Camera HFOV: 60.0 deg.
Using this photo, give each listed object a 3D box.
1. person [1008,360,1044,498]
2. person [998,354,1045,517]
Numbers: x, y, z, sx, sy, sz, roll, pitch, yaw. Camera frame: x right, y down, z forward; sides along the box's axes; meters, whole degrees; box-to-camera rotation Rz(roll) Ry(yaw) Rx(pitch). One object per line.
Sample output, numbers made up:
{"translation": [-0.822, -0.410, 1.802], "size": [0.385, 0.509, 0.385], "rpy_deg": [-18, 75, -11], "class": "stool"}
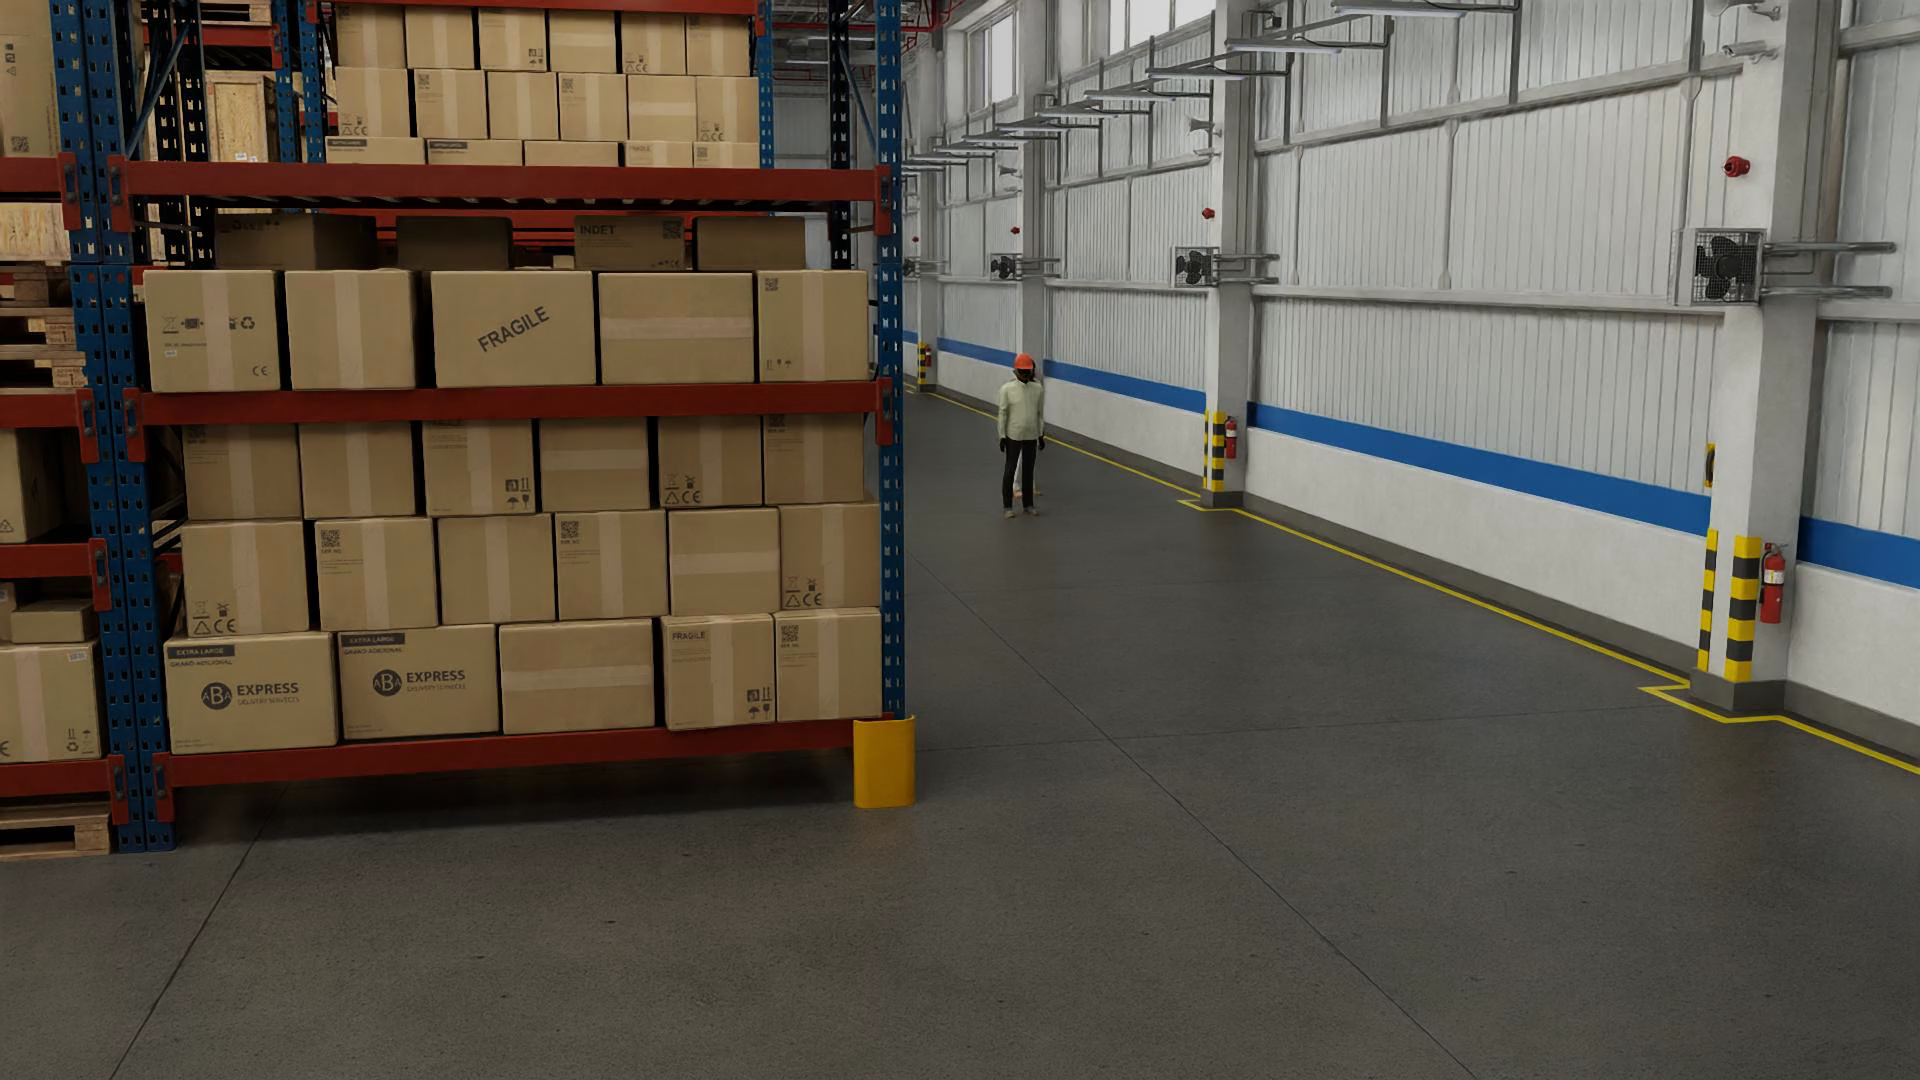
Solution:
{"translation": [0.878, -1.476, 21.955], "size": [0.634, 1.842, 0.429], "rpy_deg": [-8, 12, -41], "class": "person"}
{"translation": [0.758, -1.270, 20.233], "size": [0.623, 1.992, 0.397], "rpy_deg": [-4, 10, -25], "class": "person"}
